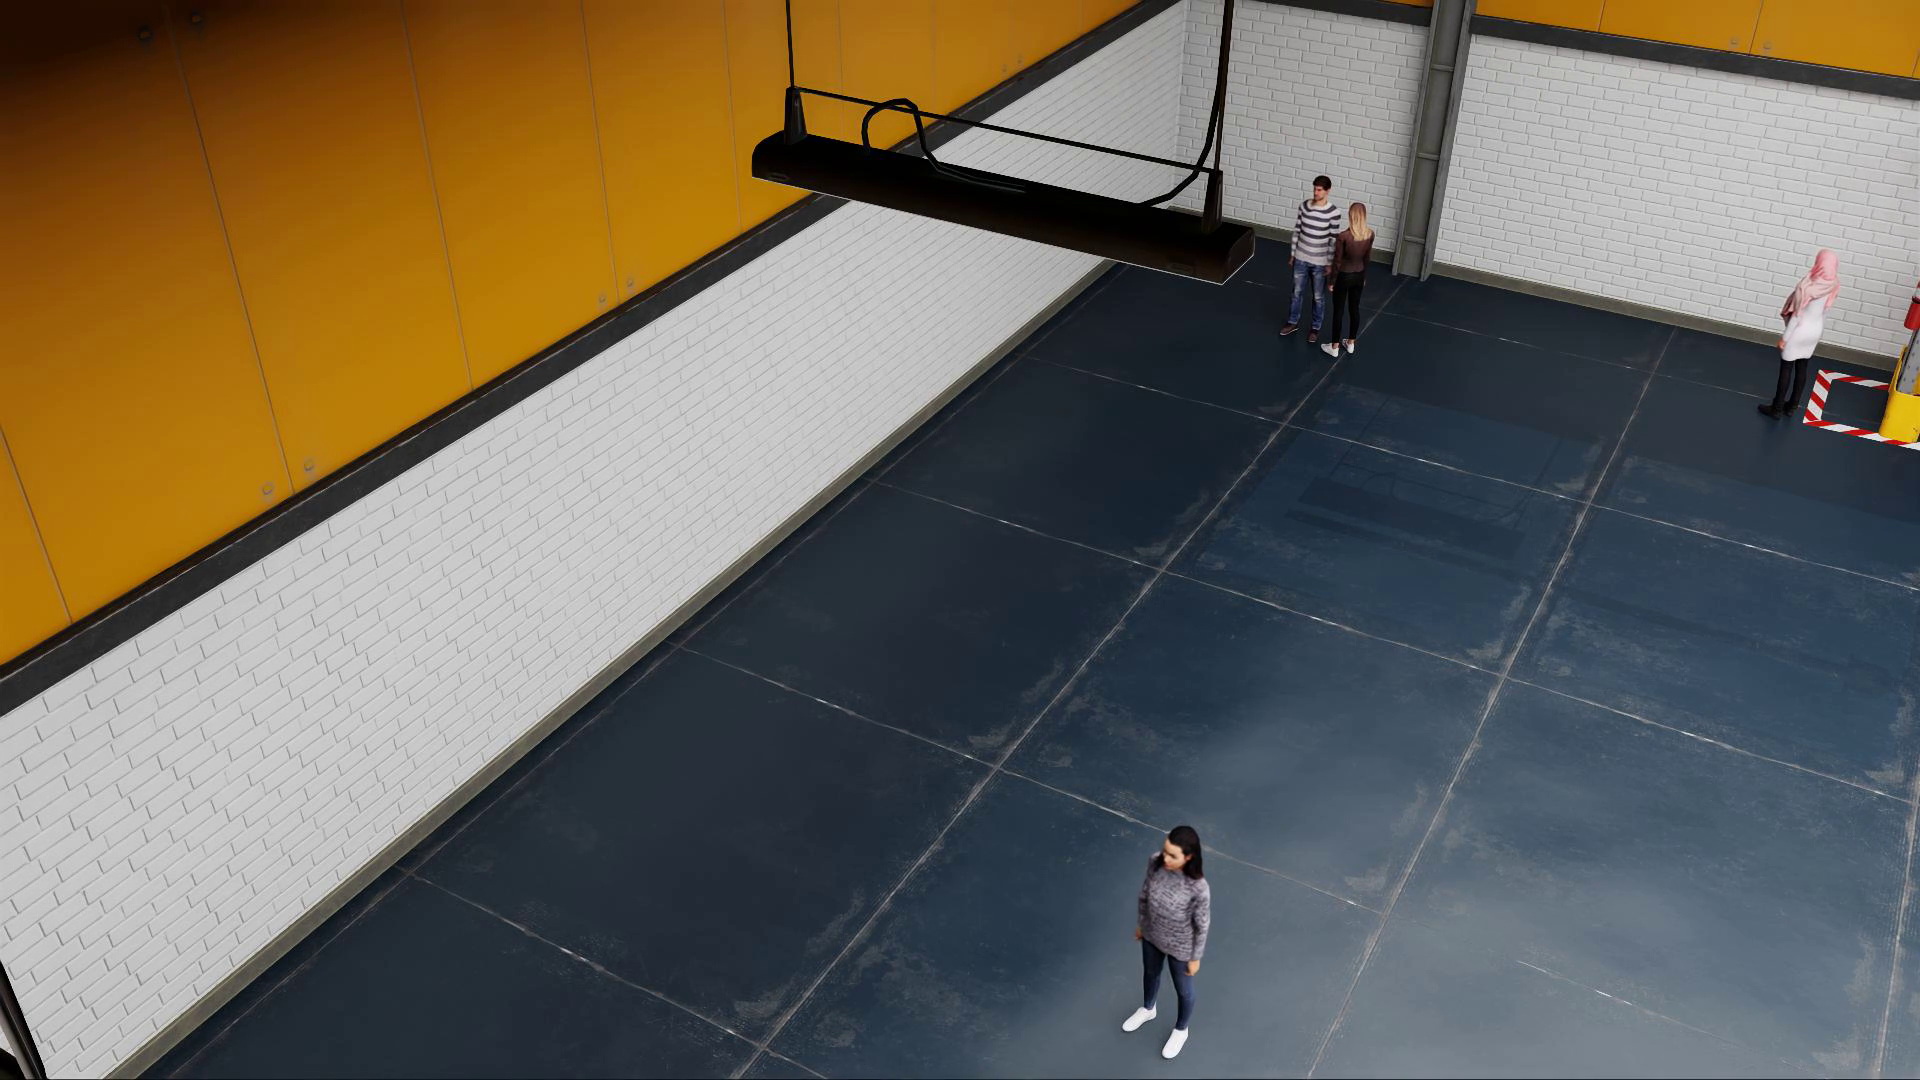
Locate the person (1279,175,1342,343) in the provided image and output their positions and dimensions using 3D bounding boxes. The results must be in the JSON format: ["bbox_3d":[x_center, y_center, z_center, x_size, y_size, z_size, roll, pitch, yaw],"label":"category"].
[{"bbox_3d":[3.806,-3.054,17.937,0.479,1.855,0.717,20,39,28],"label":"person"}]

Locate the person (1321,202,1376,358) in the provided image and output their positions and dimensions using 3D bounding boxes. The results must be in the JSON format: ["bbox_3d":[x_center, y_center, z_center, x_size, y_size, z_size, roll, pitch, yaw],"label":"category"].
[{"bbox_3d":[4.127,-2.768,17.643,0.669,1.704,0.699,-12,36,-18],"label":"person"}]

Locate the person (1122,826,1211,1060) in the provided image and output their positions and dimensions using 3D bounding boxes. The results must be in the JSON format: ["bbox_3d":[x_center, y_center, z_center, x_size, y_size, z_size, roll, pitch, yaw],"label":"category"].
[{"bbox_3d":[1.266,2.357,9.908,0.549,1.732,0.721,29,43,36],"label":"person"}]

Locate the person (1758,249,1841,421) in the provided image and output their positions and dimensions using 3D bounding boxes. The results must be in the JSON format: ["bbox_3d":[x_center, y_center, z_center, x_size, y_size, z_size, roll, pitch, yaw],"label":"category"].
[{"bbox_3d":[8.338,-2.036,16.452,0.737,1.803,0.793,-9,35,-13],"label":"person"}]
